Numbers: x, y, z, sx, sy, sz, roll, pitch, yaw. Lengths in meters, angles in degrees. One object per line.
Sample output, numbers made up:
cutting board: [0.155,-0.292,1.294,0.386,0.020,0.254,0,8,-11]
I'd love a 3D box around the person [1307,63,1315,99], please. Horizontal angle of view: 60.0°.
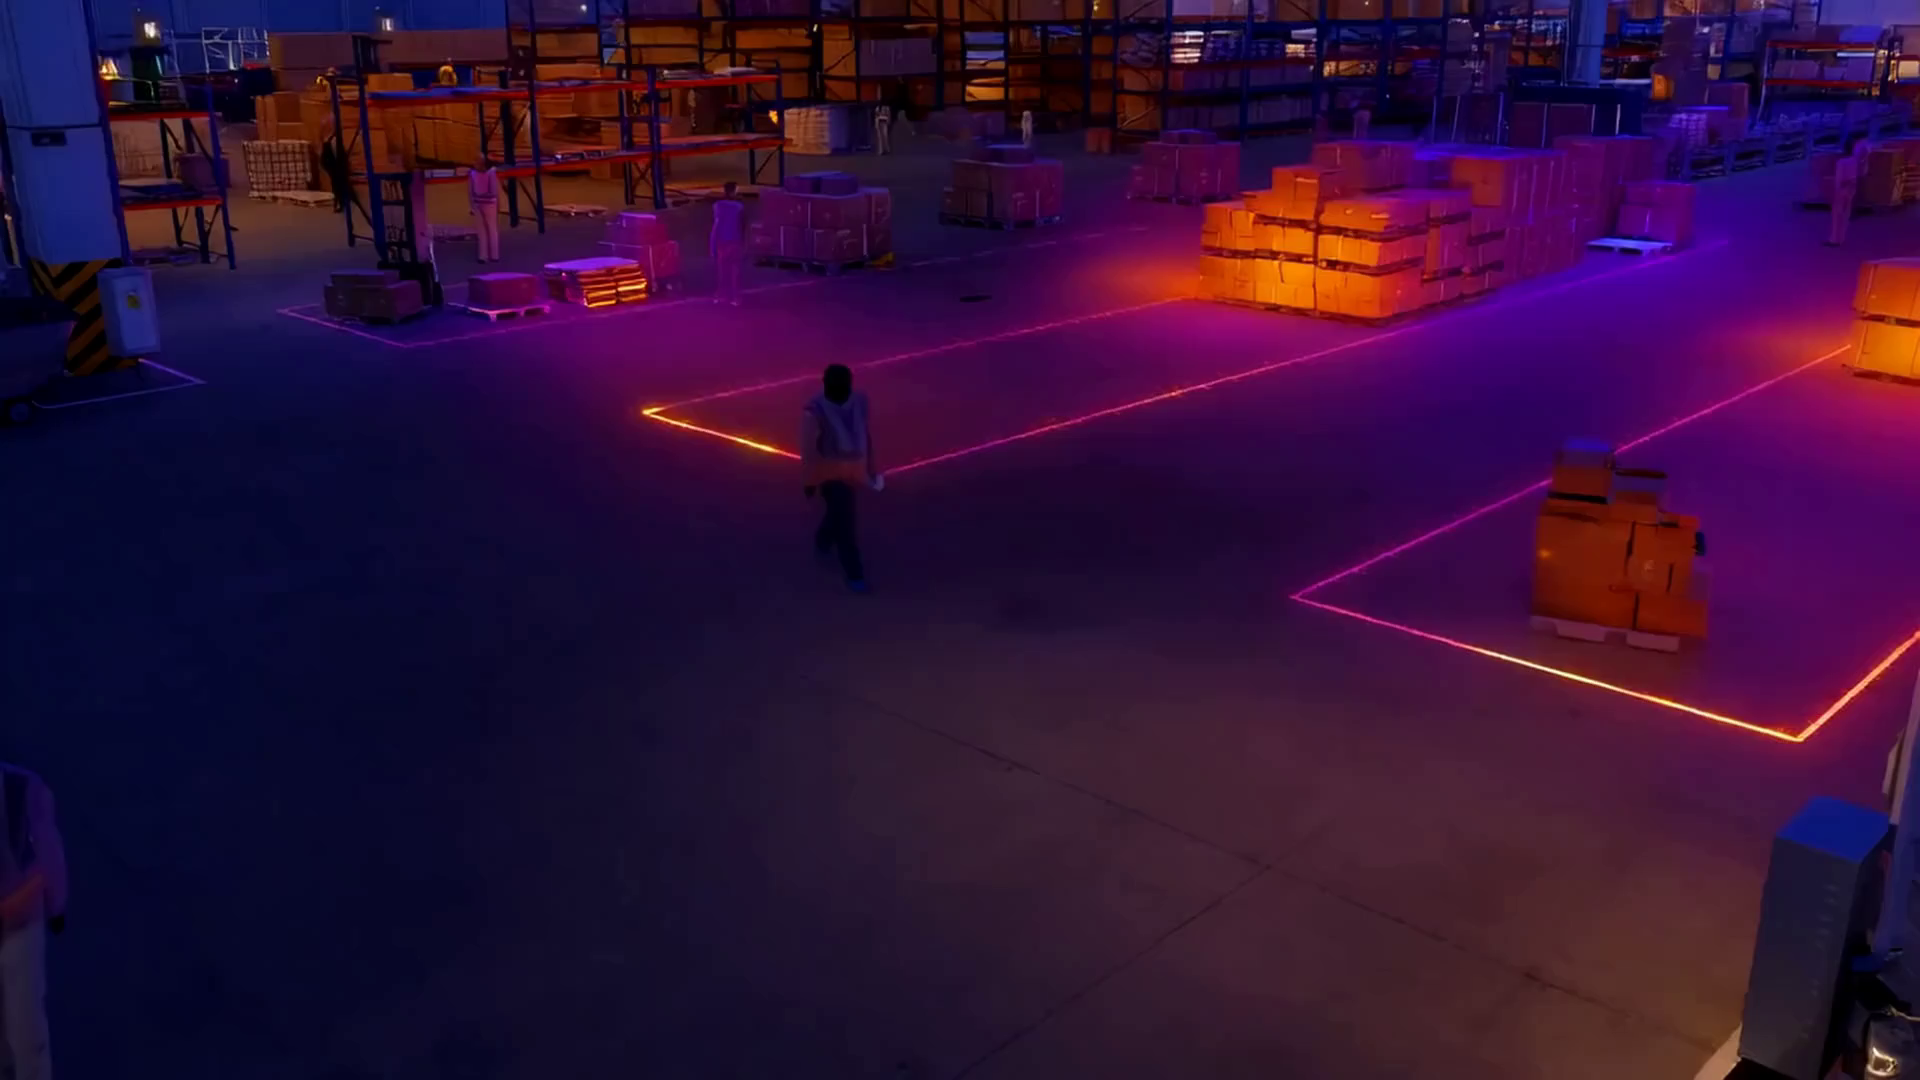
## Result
person: [14.661,-19.117,69.247,0.542,1.679,0.603,2,18,5]

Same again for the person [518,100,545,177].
person: [-10.613,-9.975,41.357,0.830,1.908,0.639,15,23,37]

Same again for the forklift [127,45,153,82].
forklift: [-25.544,-14.056,52.129,1.873,2.768,1.129,-2,18,-5]

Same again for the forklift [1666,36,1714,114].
forklift: [27.341,-17.291,61.877,1.129,2.768,1.873,17,25,41]

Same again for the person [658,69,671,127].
person: [-10.079,-15.063,56.685,0.589,1.912,0.391,13,22,34]

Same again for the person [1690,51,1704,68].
person: [31.594,-20.109,71.835,0.814,1.956,0.636,2,19,7]

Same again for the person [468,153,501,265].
person: [-8.085,-5.628,28.291,0.572,1.886,0.358,6,19,17]

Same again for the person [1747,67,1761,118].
person: [28.142,-15.788,58.944,0.978,1.879,0.607,-5,19,-16]

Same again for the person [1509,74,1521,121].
person: [19.805,-15.806,59.352,0.283,1.631,0.503,9,20,25]

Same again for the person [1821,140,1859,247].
person: [16.064,-6.298,30.260,0.590,1.919,0.395,-12,22,-33]

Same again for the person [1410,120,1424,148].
person: [9.521,-7.728,34.539,0.675,1.943,0.606,4,19,13]

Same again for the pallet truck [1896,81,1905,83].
pallet truck: [34.802,-16.331,61.455,0.653,1.274,1.630,17,25,41]

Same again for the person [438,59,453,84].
person: [-20.238,-17.978,65.487,0.550,1.899,0.962,-5,19,-14]

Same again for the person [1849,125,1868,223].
person: [18.003,-7.358,33.434,0.460,1.928,0.595,11,21,30]

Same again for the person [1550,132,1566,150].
person: [11.753,-7.072,32.736,0.875,1.834,0.539,9,20,26]

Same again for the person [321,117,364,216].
person: [-12.859,-7.795,34.578,0.840,2.000,0.682,-16,24,-40]

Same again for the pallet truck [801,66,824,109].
pallet truck: [-4.812,-15.182,56.903,0.823,1.965,1.885,-9,21,-26]

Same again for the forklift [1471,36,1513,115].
forklift: [19.973,-17.201,61.605,1.873,2.768,1.129,16,24,40]

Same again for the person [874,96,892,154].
person: [-2.188,-11.862,47.481,0.524,1.619,0.589,2,18,6]

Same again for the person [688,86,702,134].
person: [-8.572,-13.949,53.719,0.534,1.695,0.581,-1,18,-2]

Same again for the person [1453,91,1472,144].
person: [14.930,-12.533,49.504,0.514,1.617,0.493,12,22,32]

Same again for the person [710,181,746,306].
person: [-3.429,-4.376,24.579,0.543,1.849,0.495,-5,19,-15]

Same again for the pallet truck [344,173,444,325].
pallet truck: [-8.209,-4.181,23.757,0.823,1.965,1.885,3,19,9]

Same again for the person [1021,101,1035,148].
person: [1.911,-10.982,44.811,0.562,1.621,0.546,-5,19,-15]

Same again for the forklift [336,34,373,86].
forklift: [-23.363,-18.330,65.008,1.129,2.768,1.873,17,25,41]

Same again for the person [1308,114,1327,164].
person: [8.365,-9.042,38.794,0.521,1.746,0.401,-16,24,-39]

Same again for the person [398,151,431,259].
person: [-9.257,-5.602,28.156,0.384,1.938,0.630,0,18,0]

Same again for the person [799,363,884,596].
person: [-0.965,-0.543,13.131,0.617,1.793,0.992,-15,24,-38]

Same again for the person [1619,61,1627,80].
person: [26.762,-18.506,67.282,0.312,1.768,0.524,8,20,22]

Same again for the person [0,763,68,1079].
person: [-4.024,1.532,6.867,0.627,1.804,0.937,-6,19,-18]

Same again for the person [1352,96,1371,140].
person: [10.098,-10.220,42.047,0.551,1.937,0.357,-13,22,-35]

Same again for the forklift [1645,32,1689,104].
forklift: [28.735,-19.058,67.200,1.129,2.768,1.873,17,24,41]

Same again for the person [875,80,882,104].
person: [-2.934,-17.369,63.740,0.623,1.841,0.430,-1,18,-3]

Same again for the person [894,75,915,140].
person: [-1.731,-13.323,51.336,0.652,1.974,0.638,5,19,14]

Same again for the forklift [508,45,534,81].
forklift: [-13.658,-14.074,52.183,1.129,2.768,1.873,17,25,41]
